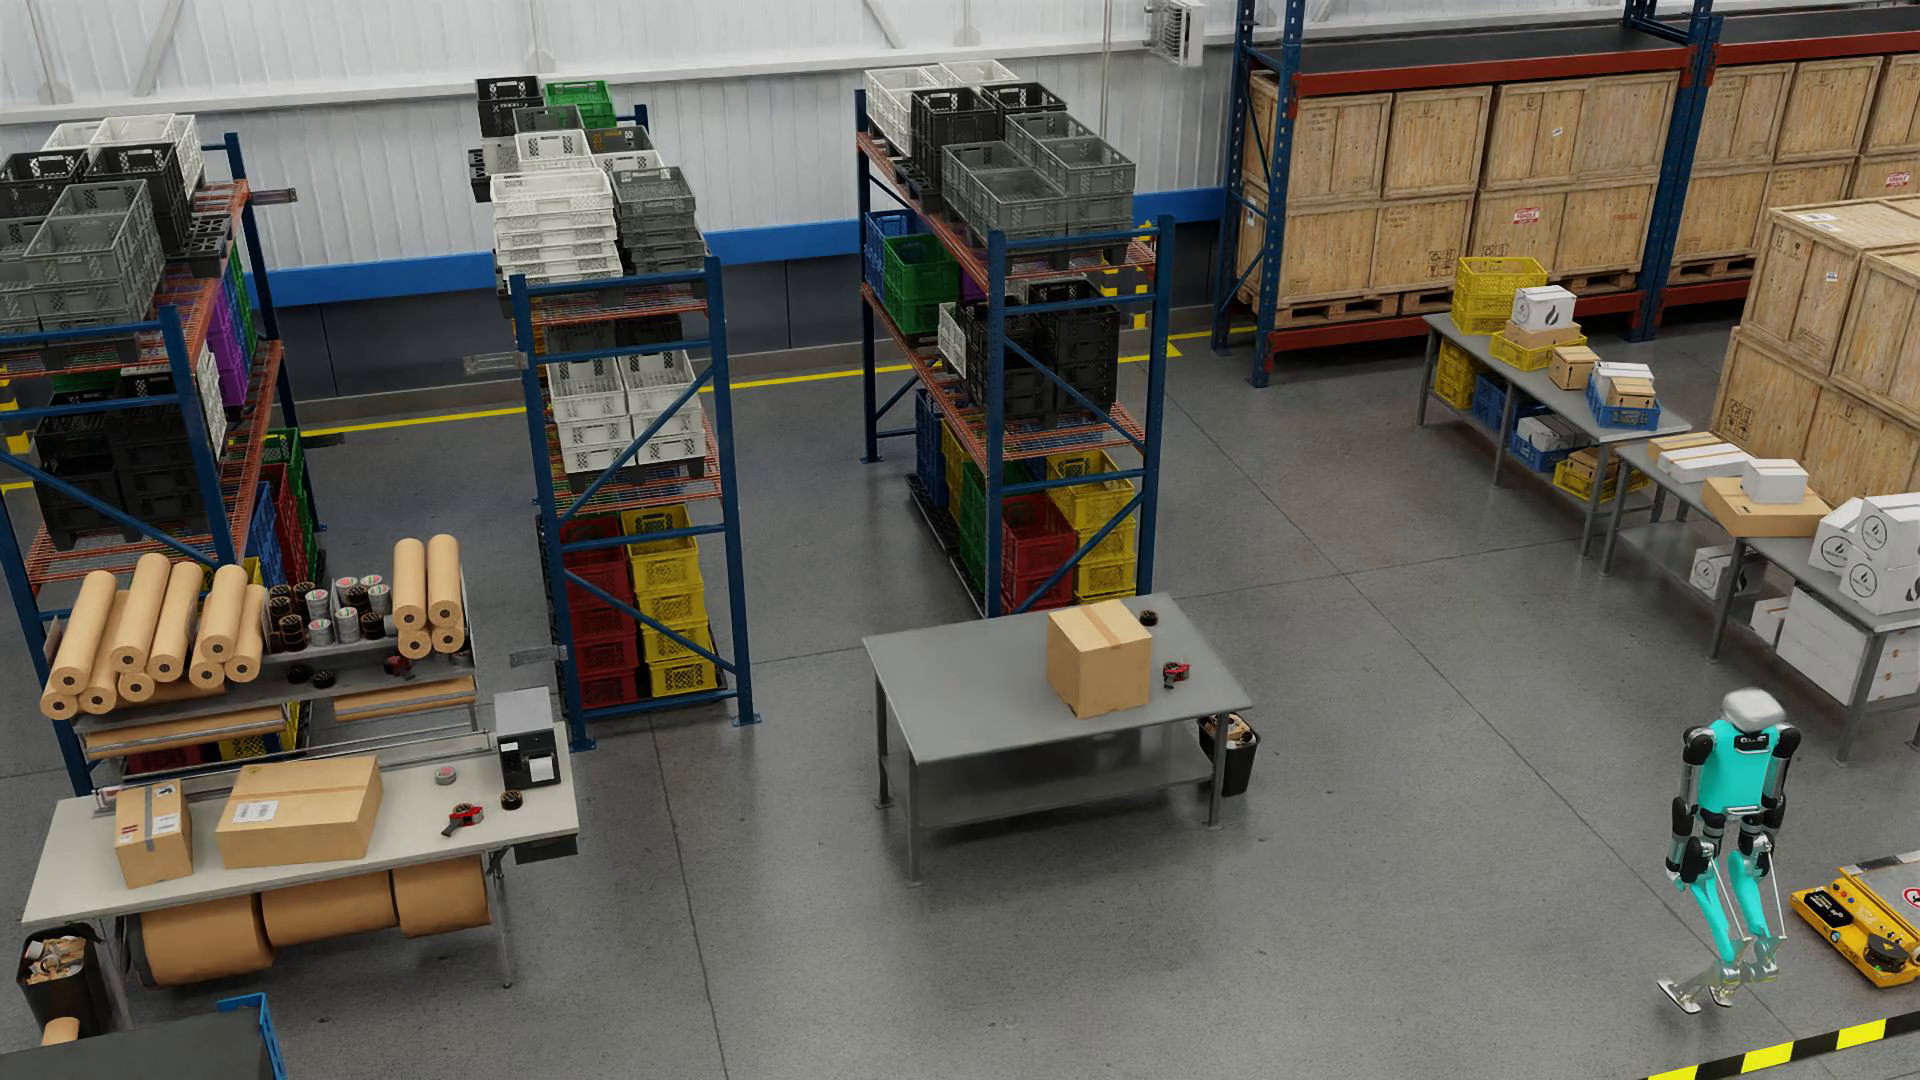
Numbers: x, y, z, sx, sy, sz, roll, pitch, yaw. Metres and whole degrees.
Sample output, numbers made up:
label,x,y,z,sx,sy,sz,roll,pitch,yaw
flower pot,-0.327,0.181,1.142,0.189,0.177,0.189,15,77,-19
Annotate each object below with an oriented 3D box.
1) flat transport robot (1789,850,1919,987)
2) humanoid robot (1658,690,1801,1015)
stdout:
label,x,y,z,sx,sy,sz,roll,pitch,yaw
flat transport robot,5.163,1.916,8.676,1.431,0.231,0.659,-8,30,-14
humanoid robot,3.610,1.548,7.685,0.533,1.673,0.735,-3,29,-5
